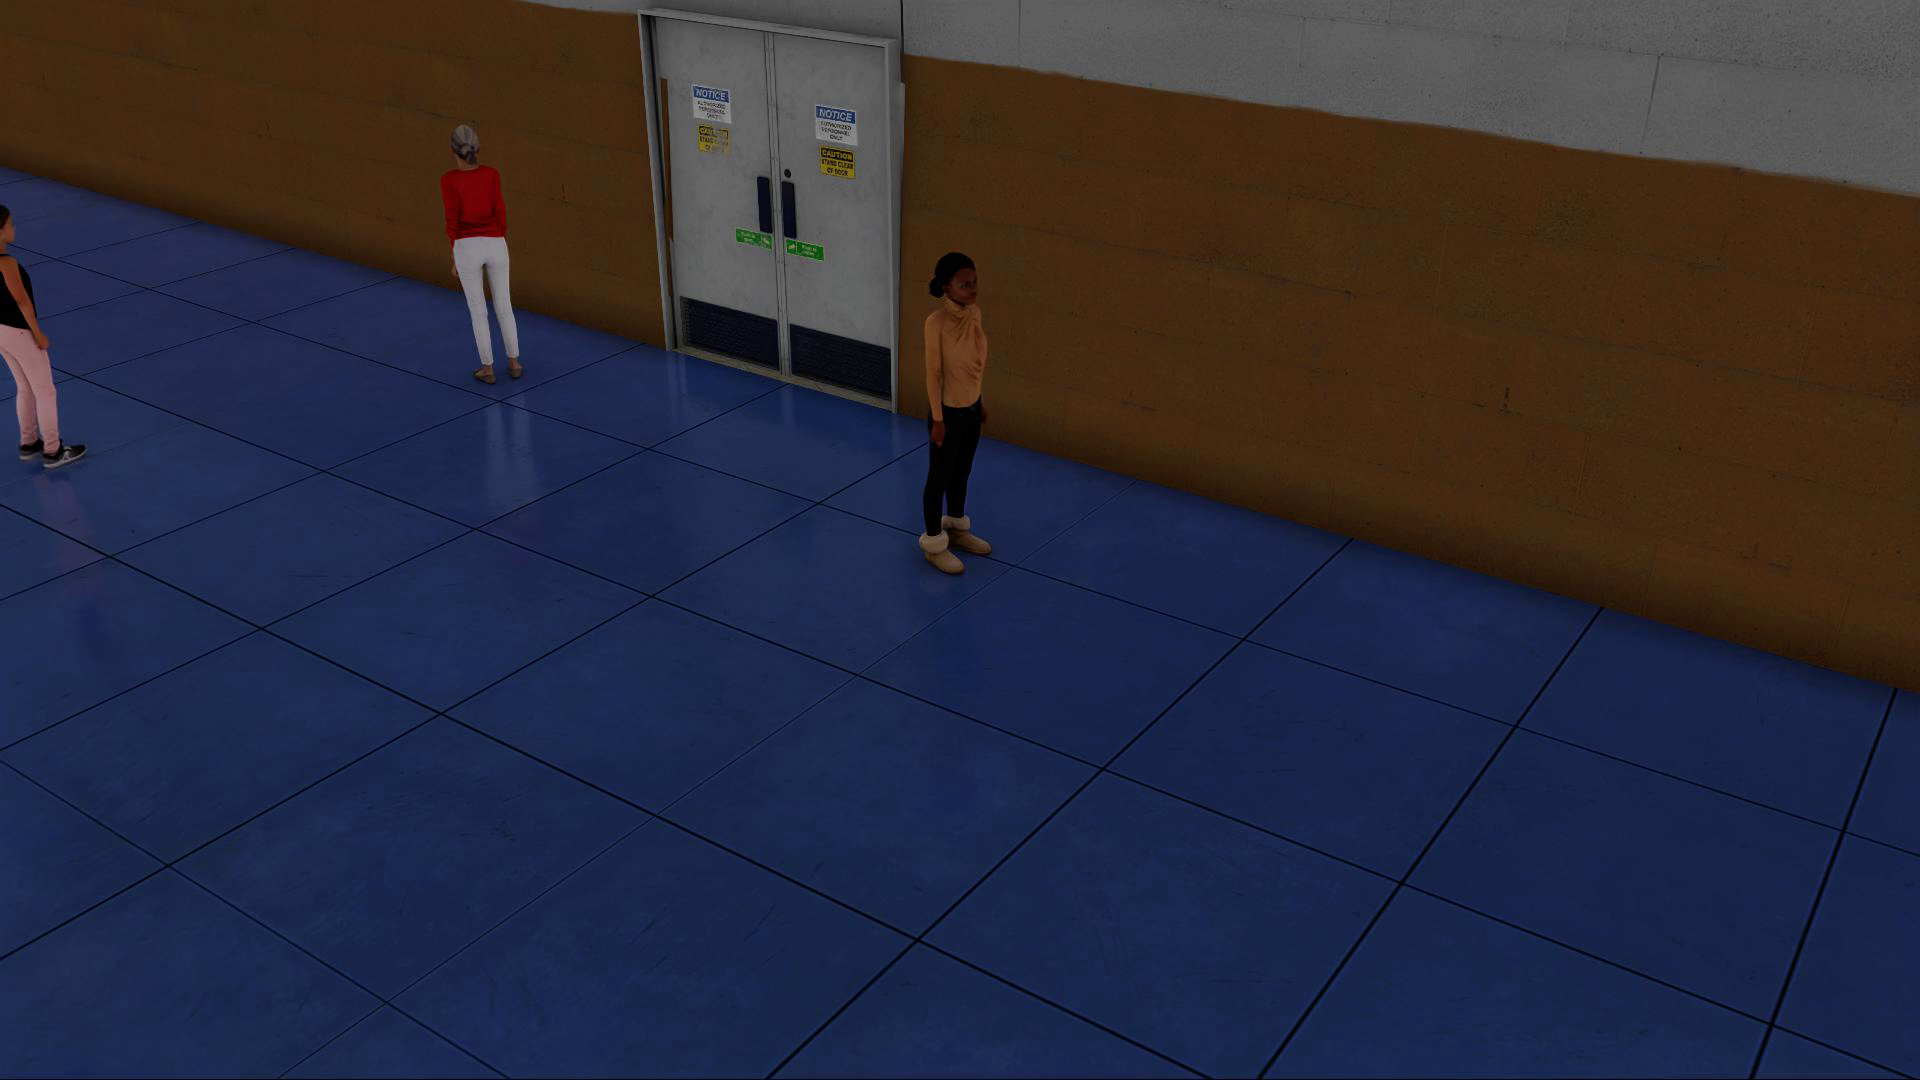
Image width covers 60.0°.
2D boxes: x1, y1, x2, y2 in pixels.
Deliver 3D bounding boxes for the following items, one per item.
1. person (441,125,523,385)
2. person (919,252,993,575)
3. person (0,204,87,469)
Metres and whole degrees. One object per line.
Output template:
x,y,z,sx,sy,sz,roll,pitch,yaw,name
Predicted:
-3.099,-1.843,10.771,0.604,1.693,0.694,-14,30,-25,person
-0.033,-0.665,8.484,0.662,1.659,0.497,19,33,33,person
-5.438,-1.171,9.598,0.528,1.555,0.505,16,31,28,person
